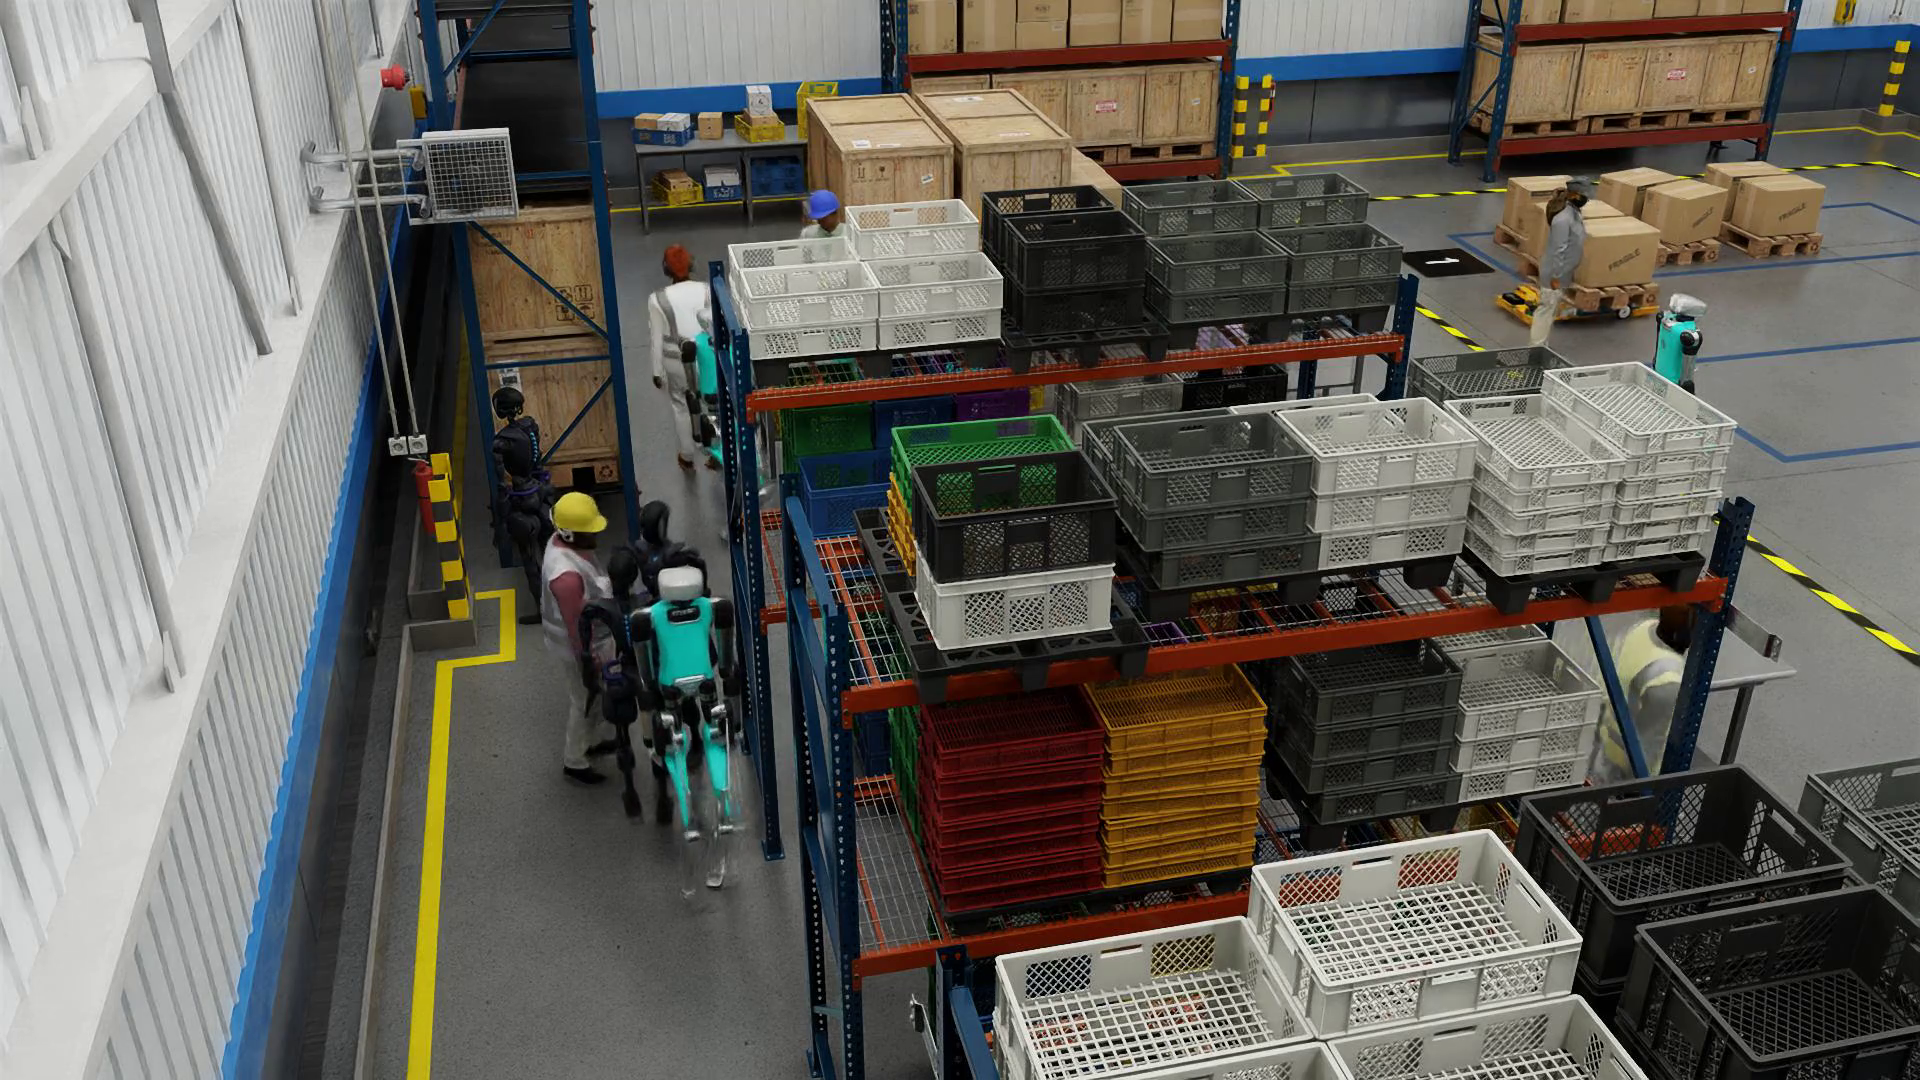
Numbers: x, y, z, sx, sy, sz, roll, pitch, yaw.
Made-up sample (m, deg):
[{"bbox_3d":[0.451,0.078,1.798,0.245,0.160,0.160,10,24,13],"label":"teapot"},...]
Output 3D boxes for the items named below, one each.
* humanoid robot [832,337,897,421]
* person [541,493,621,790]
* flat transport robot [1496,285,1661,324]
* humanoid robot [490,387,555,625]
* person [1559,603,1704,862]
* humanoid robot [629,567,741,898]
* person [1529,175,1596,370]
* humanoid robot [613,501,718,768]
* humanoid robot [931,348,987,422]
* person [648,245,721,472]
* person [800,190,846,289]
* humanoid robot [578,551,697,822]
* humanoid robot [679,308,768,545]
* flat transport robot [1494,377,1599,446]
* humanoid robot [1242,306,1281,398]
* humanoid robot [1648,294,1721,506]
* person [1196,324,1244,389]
[{"bbox_3d":[-0.617,-0.991,12.336,0.719,1.765,0.532,-15,31,-26],"label":"humanoid robot"},{"bbox_3d":[-2.129,0.545,9.358,0.431,1.815,0.655,-4,28,-7],"label":"person"},{"bbox_3d":[6.166,-2.399,16.569,1.431,0.197,0.652,-6,28,-12],"label":"flat transport robot"},{"bbox_3d":[-2.865,-0.228,10.952,0.315,1.657,0.599,8,29,14],"label":"humanoid robot"},{"bbox_3d":[3.574,1.056,8.400,0.968,1.794,0.635,2,28,5],"label":"person"},{"bbox_3d":[-1.325,1.079,8.478,0.540,1.819,0.775,-9,29,-17],"label":"humanoid robot"},{"bbox_3d":[5.427,-2.442,15.076,0.407,1.761,0.564,14,31,25],"label":"person"},{"bbox_3d":[-1.691,0.523,9.549,0.610,1.652,0.436,2,28,3],"label":"humanoid robot"},{"bbox_3d":[0.115,-0.575,11.457,0.531,1.692,0.741,-11,30,-21],"label":"humanoid robot"},{"bbox_3d":[-2.086,-1.365,12.921,0.600,1.864,0.558,-13,31,-23],"label":"person"},{"bbox_3d":[-1.060,-2.045,14.150,0.641,1.924,0.438,6,28,12],"label":"person"},{"bbox_3d":[-1.748,0.791,9.030,0.604,1.640,0.346,-5,28,-10],"label":"humanoid robot"},{"bbox_3d":[-1.603,-0.732,11.847,0.533,1.767,0.721,-15,31,-26],"label":"humanoid robot"},{"bbox_3d":[4.780,-1.036,14.013,0.659,0.231,1.431,-6,28,-12],"label":"flat transport robot"},{"bbox_3d":[2.381,-1.349,13.159,0.808,1.631,0.600,0,28,0],"label":"humanoid robot"},{"bbox_3d":[5.404,-1.003,12.226,0.735,1.681,0.533,-2,28,-3],"label":"humanoid robot"},{"bbox_3d":[1.927,-1.114,12.258,0.384,2.045,0.604,-5,28,-9],"label":"person"}]
